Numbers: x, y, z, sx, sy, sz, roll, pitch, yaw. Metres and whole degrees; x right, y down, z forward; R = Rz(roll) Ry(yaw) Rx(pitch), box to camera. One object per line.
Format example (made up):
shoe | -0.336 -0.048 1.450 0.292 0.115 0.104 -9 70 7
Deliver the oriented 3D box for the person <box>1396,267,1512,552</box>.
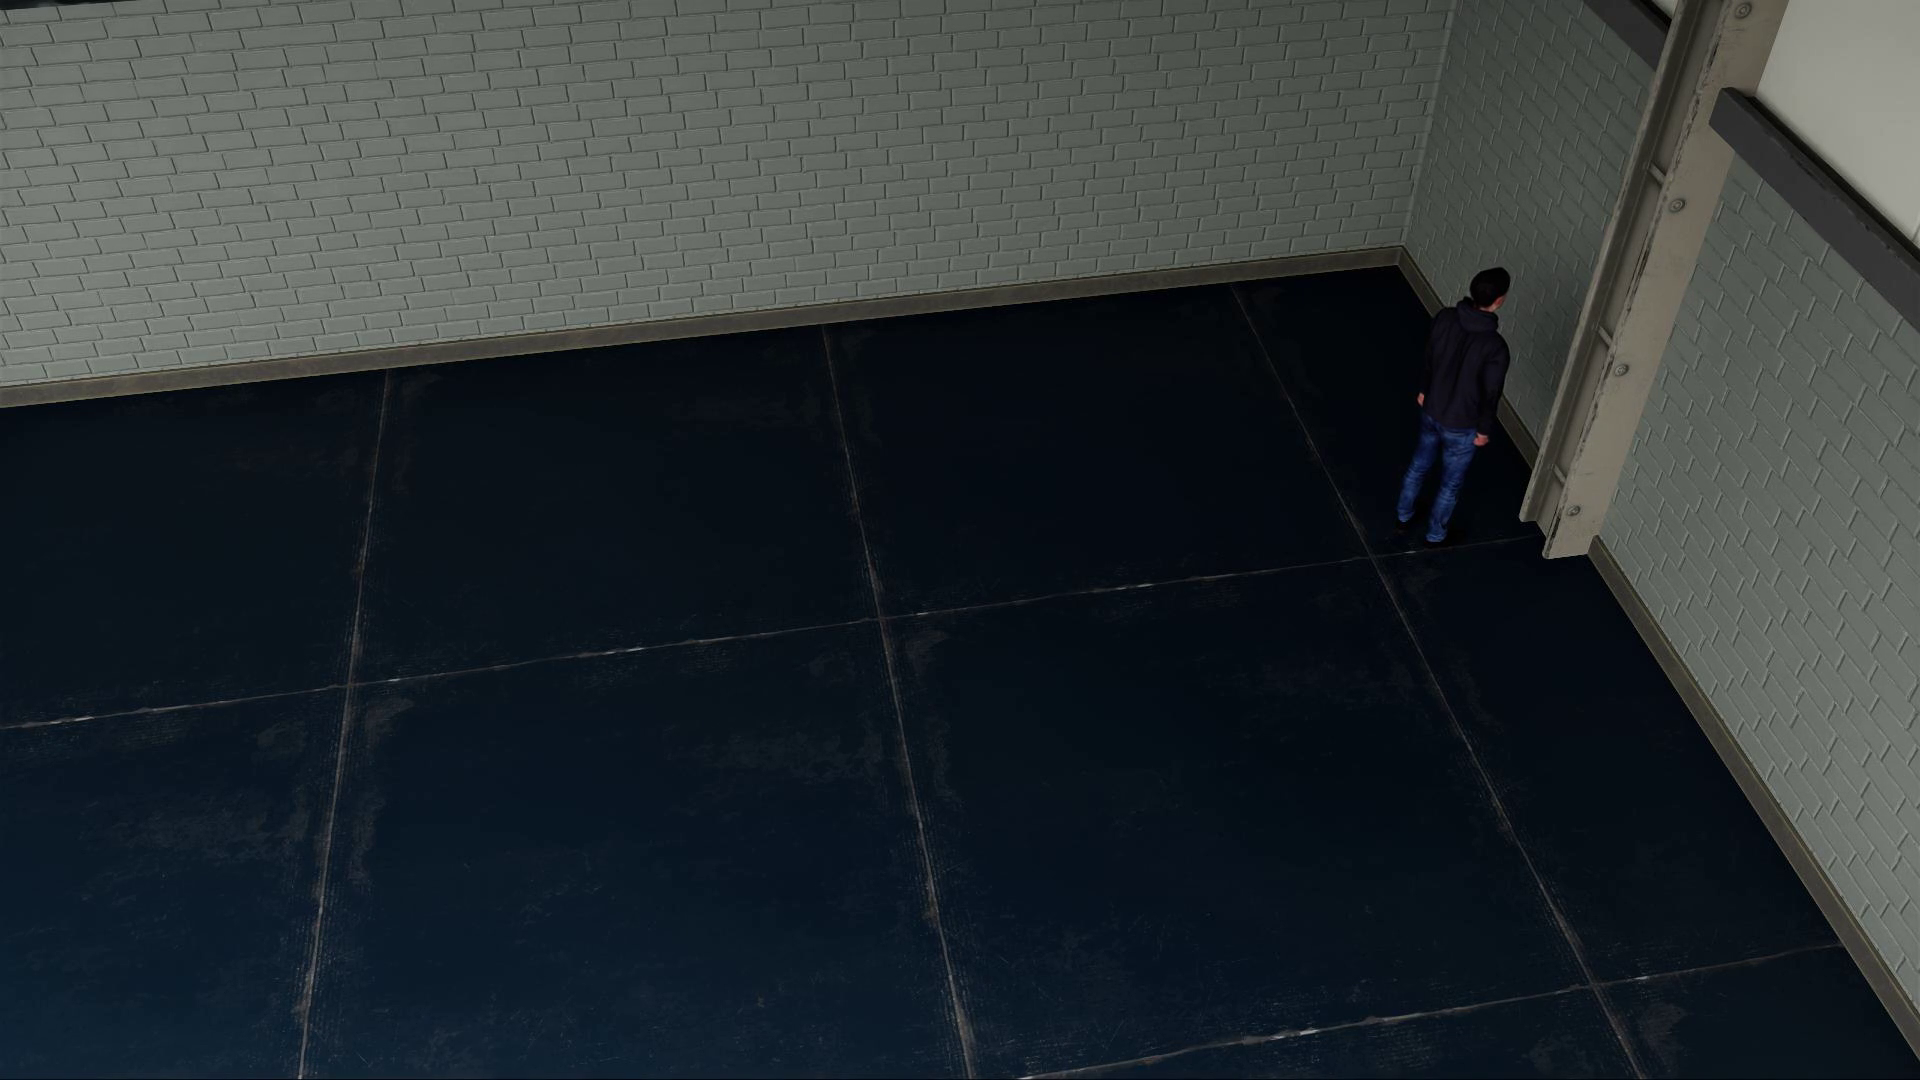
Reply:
person | 2.833 -0.741 9.573 0.816 1.892 0.670 -27 49 -26
